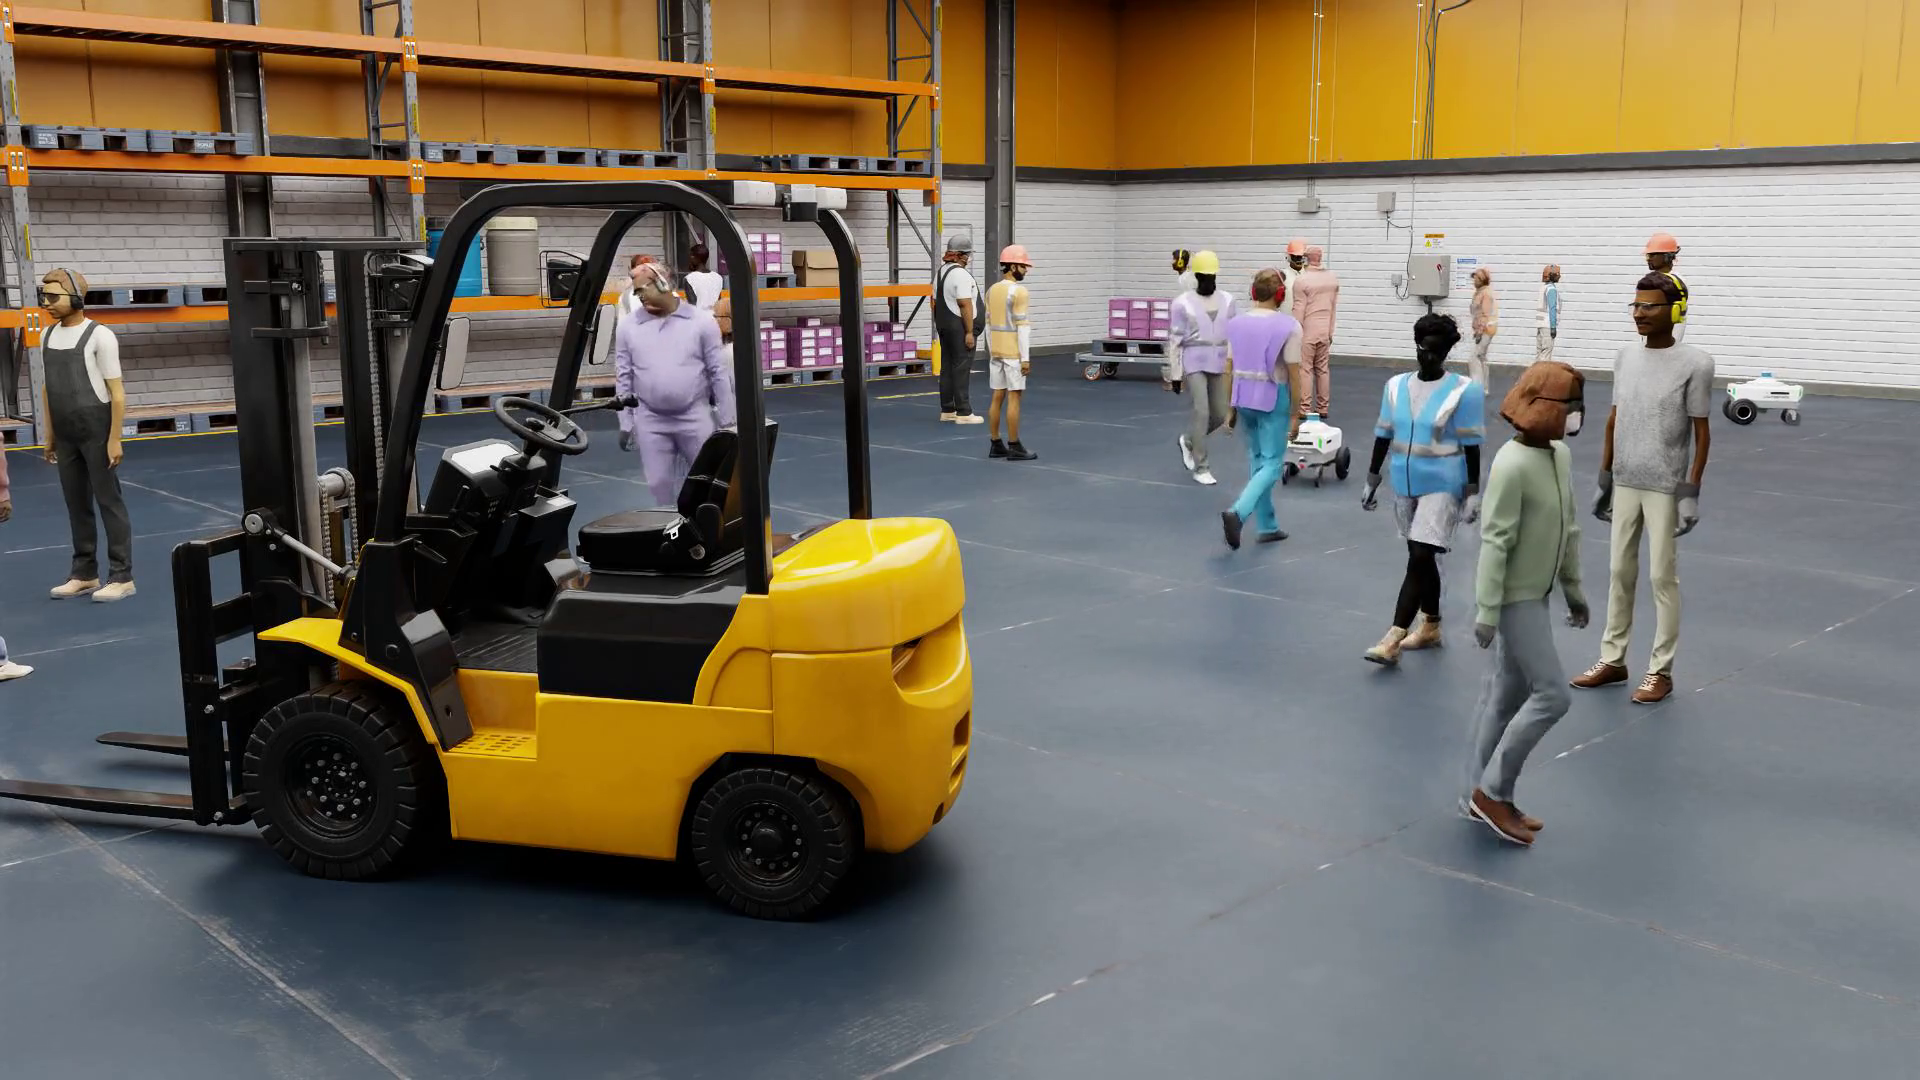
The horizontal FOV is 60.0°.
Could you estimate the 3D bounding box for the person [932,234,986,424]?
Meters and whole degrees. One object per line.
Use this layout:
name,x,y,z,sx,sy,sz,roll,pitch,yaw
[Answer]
person,0.017,-2.282,17.990,0.537,2.000,0.682,-5,12,-27

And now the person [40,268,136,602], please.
person,-4.847,-0.573,9.198,0.508,1.844,0.332,4,11,18

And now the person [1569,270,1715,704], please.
person,2.988,-0.226,7.241,0.329,1.874,0.518,-6,12,-31

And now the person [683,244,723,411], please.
person,-2.930,-2.407,18.997,0.388,1.921,0.594,6,12,29

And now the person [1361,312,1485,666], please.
person,2.121,-0.230,7.821,0.815,1.654,0.564,-8,13,-36

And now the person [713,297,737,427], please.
person,-1.429,-0.708,10.512,0.279,1.634,0.498,0,10,1

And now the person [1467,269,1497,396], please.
person,6.492,-2.575,20.757,0.409,1.609,0.519,1,10,5

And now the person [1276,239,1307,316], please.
person,3.761,-2.386,18.724,0.607,1.987,0.409,-2,11,-10

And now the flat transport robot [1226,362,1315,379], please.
flat transport robot,4.210,-2.364,23.265,0.652,0.197,1.431,-7,13,-35

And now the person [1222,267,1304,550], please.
person,1.928,-0.842,10.736,0.766,1.825,0.569,-10,14,-43

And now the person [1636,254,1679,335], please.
person,7.336,-2.142,17.507,0.551,1.934,0.373,-7,13,-34

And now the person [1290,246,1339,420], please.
person,3.849,-2.271,18.303,0.651,1.904,0.403,-7,13,-35

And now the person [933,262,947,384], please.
person,-0.114,-2.964,22.645,0.534,1.697,0.318,-3,11,-14

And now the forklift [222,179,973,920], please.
forklift,-1.114,-0.058,5.440,2.313,2.155,1.214,2,11,13

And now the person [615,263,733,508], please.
person,-1.659,-0.729,10.028,0.833,1.859,0.409,-1,10,-3

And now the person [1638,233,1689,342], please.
person,6.276,-1.739,15.020,0.376,2.041,0.615,-1,10,-7

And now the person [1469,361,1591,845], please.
person,1.905,0.214,5.545,0.424,1.617,0.502,7,13,34

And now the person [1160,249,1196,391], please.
person,2.985,-2.829,21.487,0.695,1.851,0.538,5,11,24

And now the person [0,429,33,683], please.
person,-4.528,-0.210,7.472,0.532,1.775,0.337,0,10,1

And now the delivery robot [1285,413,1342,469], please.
delivery robot,2.902,-0.801,13.692,0.477,0.478,0.707,5,12,25

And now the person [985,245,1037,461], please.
person,0.458,-1.687,15.035,0.375,1.934,0.547,-7,13,-35

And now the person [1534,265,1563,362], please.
person,7.648,-2.751,21.642,0.308,1.640,0.511,1,10,3

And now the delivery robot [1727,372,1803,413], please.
delivery robot,8.662,-1.569,17.900,0.707,0.478,0.477,3,11,15

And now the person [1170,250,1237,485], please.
person,1.996,-1.432,13.726,0.602,1.905,0.700,-5,11,-23

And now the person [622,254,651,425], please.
person,-3.336,-2.083,17.470,0.445,1.829,0.651,-4,11,-19

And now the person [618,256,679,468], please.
person,-2.685,-1.583,14.741,0.598,1.832,0.985,3,11,14
